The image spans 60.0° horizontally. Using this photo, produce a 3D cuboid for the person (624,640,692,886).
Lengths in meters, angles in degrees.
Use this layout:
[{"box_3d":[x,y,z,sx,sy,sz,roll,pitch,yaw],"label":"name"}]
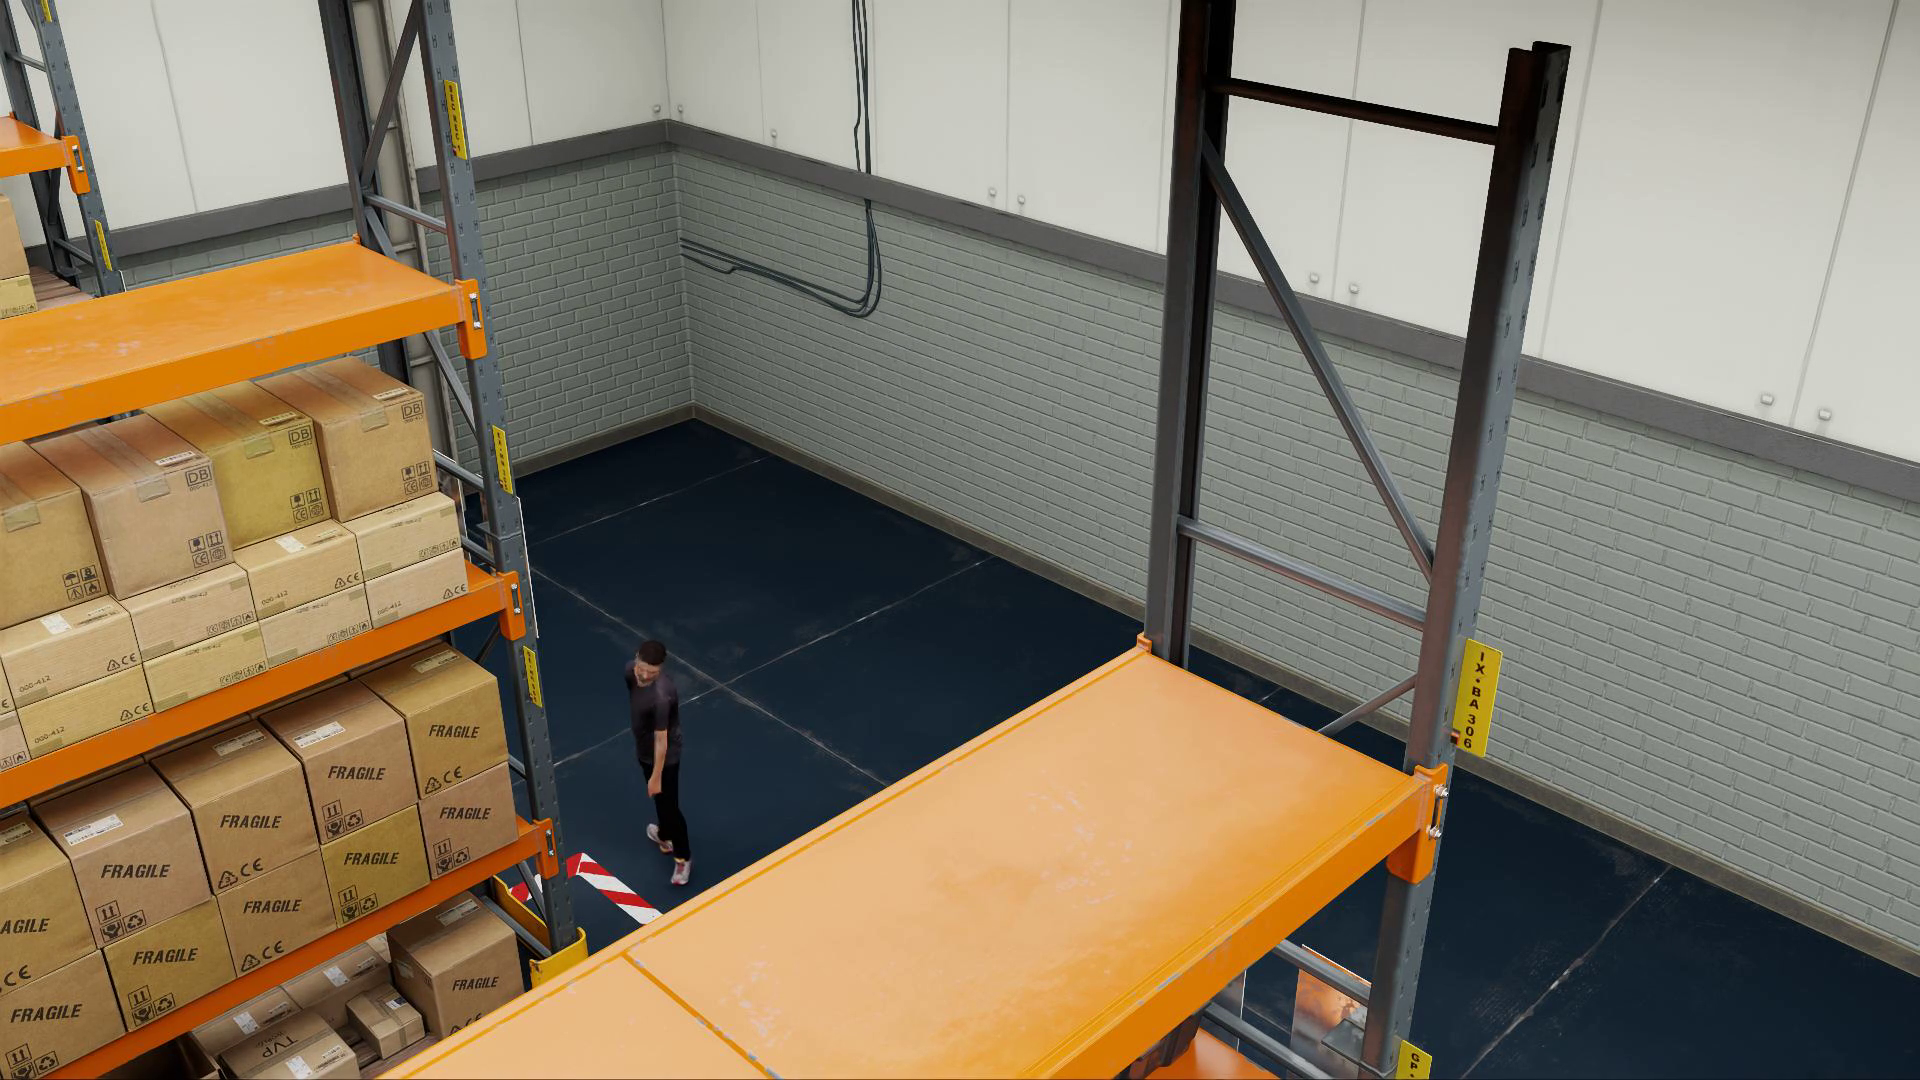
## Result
[{"box_3d":[-1.868,1.278,10.269,0.643,1.735,0.851,-9,29,-17],"label":"person"}]
